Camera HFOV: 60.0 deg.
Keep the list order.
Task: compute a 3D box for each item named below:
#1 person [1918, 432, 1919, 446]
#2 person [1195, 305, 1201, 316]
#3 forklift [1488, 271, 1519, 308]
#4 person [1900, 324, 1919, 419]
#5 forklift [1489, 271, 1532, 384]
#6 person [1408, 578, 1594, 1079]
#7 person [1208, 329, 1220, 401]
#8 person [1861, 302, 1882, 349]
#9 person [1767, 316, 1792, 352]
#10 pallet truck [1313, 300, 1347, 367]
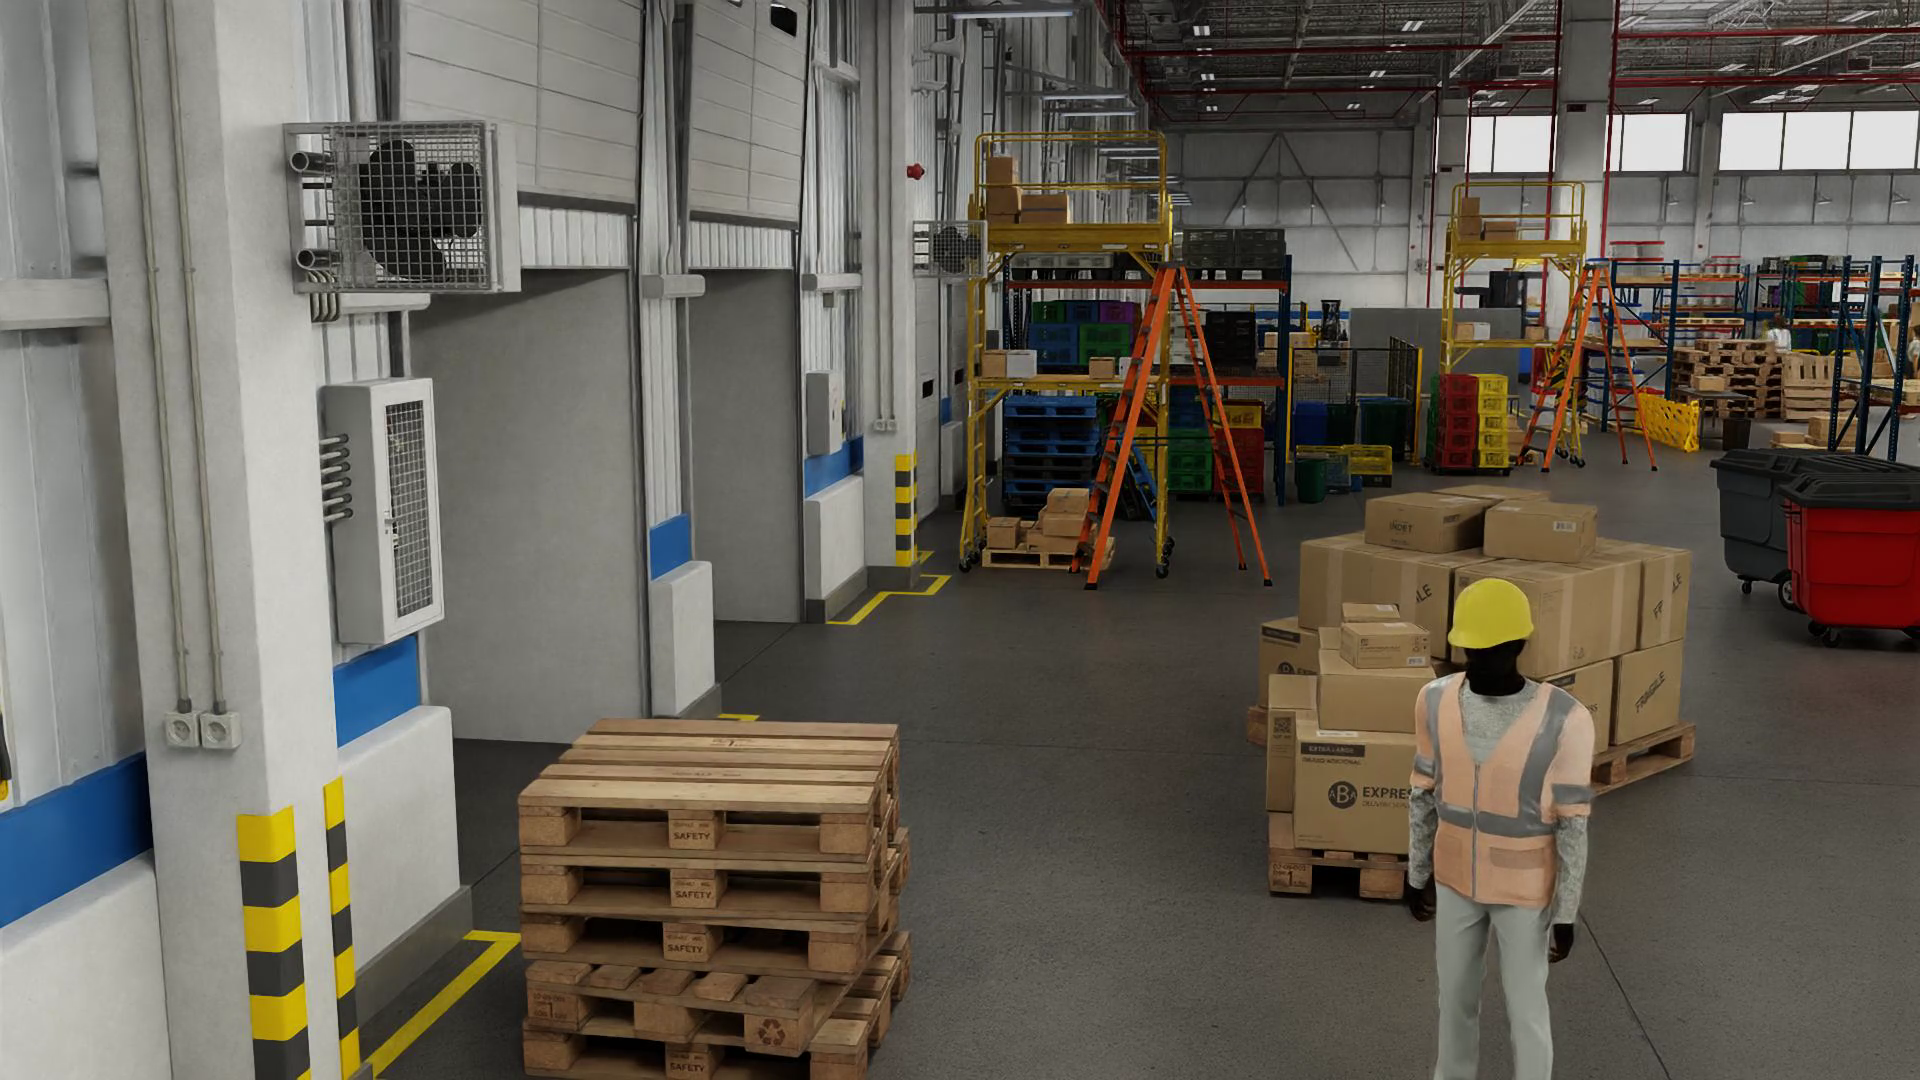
[{"bbox_3d":[15.774,-2.356,26.829,0.486,1.738,0.321,-6,11,-31],"label":"person"},{"bbox_3d":[6.311,-5.341,44.641,0.544,1.930,0.389,-5,10,-28],"label":"person"},{"bbox_3d":[14.766,-5.938,45.386,1.873,2.768,1.129,-3,10,-18],"label":"forklift"},{"bbox_3d":[18.299,-3.224,31.900,0.367,1.833,0.522,5,10,27],"label":"person"},{"bbox_3d":[13.422,-5.322,41.591,1.873,2.768,1.129,1,9,9],"label":"forklift"},{"bbox_3d":[1.650,1.061,5.196,0.587,1.919,0.398,9,13,43],"label":"person"},{"bbox_3d":[5.388,-3.632,35.012,0.314,1.634,0.516,-4,10,-22],"label":"person"},{"bbox_3d":[29.511,-6.847,53.902,0.629,1.937,0.379,-1,9,-8],"label":"person"},{"bbox_3d":[18.298,-4.084,37.186,0.596,1.835,0.979,-3,10,-18],"label":"person"},{"bbox_3d":[11.159,-6.200,49.718,0.823,1.965,1.885,4,10,26],"label":"pallet truck"}]
